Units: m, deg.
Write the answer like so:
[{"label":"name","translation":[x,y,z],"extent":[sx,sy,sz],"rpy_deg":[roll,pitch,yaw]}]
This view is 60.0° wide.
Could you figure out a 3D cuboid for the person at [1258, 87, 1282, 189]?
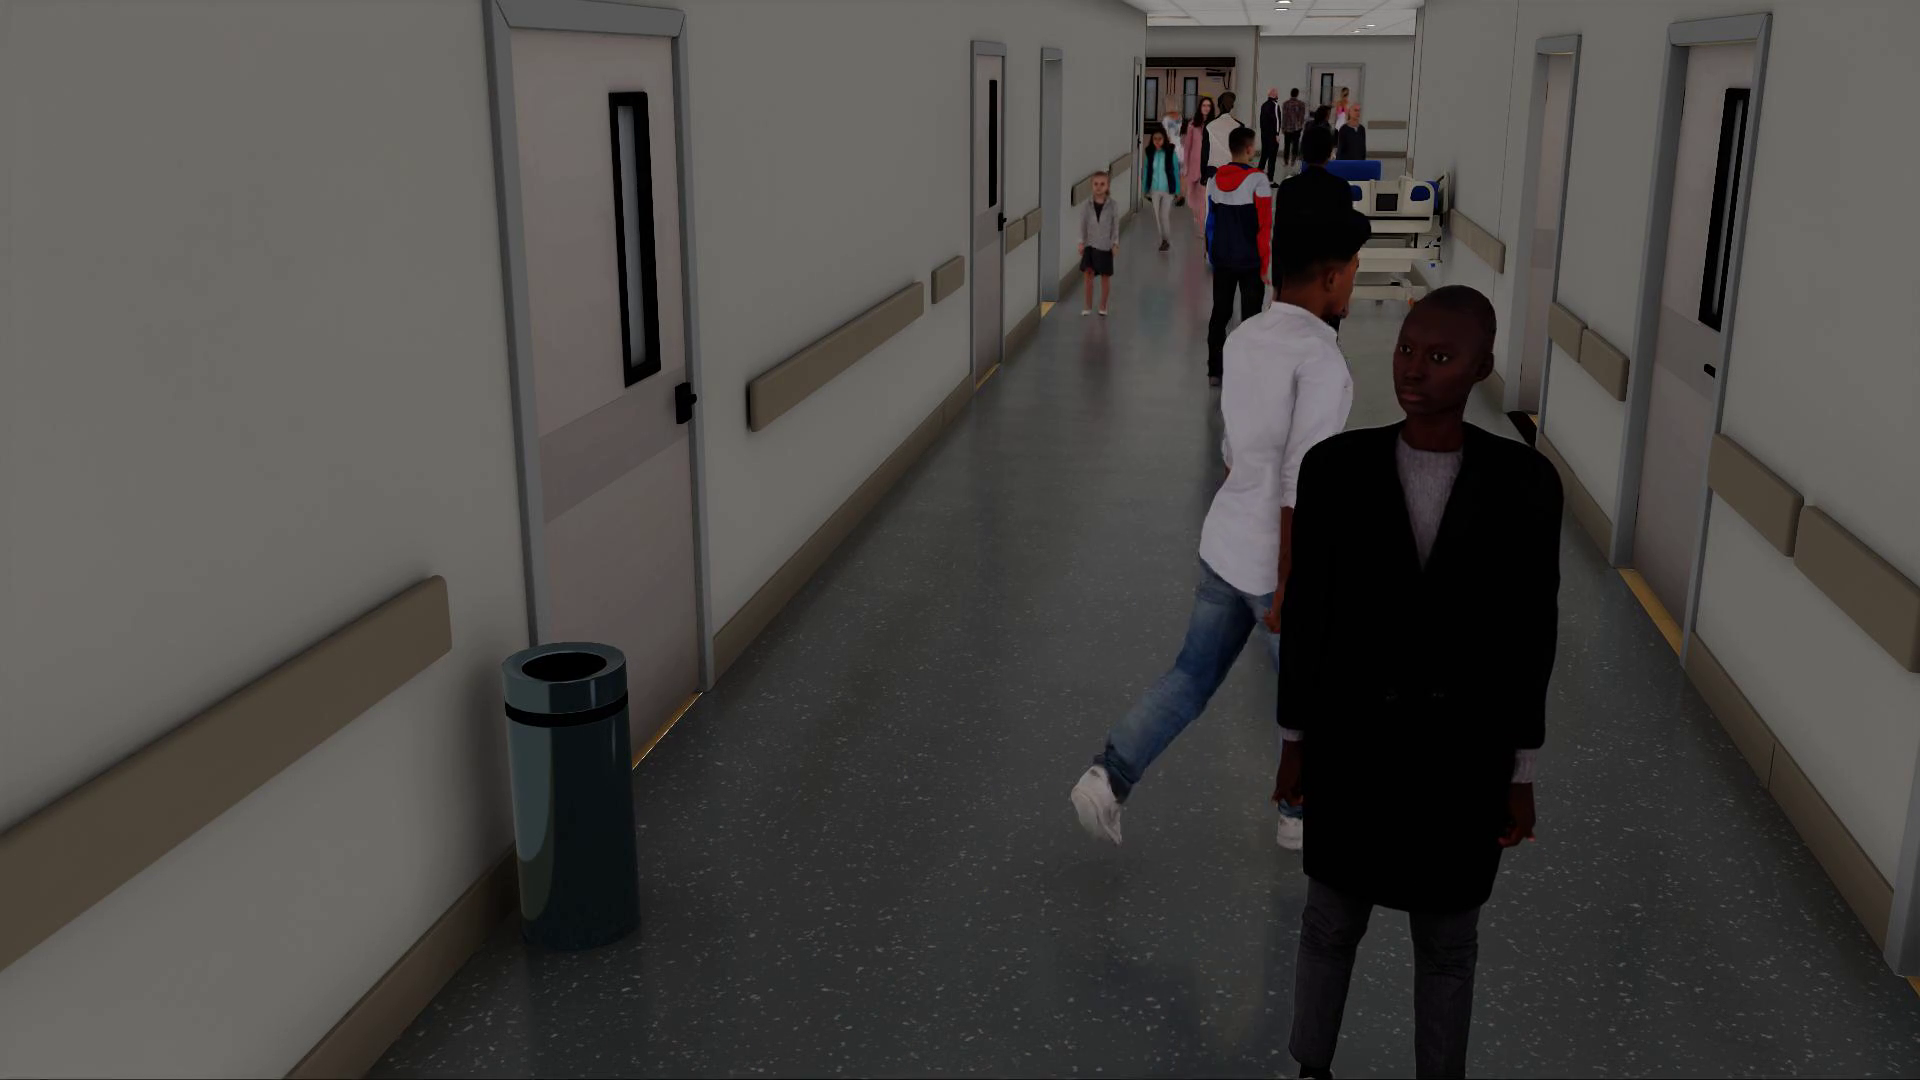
[{"label":"person","translation":[5.806,-7.551,31.196],"extent":[0.777,1.837,0.759],"rpy_deg":[-7,17,-24]}]

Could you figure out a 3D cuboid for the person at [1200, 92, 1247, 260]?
[{"label":"person","translation":[3.046,-4.227,19.309],"extent":[0.560,1.890,0.774],"rpy_deg":[5,16,16]}]

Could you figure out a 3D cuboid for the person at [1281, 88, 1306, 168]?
[{"label":"person","translation":[7.550,-9.313,37.629],"extent":[1.061,1.737,0.738],"rpy_deg":[3,16,10]}]

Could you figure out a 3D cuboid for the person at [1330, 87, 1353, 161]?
[{"label":"person","translation":[8.278,-8.911,36.202],"extent":[1.193,1.739,0.996],"rpy_deg":[10,19,32]}]

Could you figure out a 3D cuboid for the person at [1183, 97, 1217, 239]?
[{"label":"person","translation":[3.143,-4.854,21.727],"extent":[0.890,1.784,0.699],"rpy_deg":[2,16,6]}]

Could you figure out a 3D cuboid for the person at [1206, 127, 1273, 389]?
[{"label":"person","translation":[1.891,-1.913,11.346],"extent":[0.663,1.756,0.778],"rpy_deg":[13,20,39]}]

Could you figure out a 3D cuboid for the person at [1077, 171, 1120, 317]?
[{"label":"person","translation":[1.241,-2.618,14.753],"extent":[0.599,1.257,0.586],"rpy_deg":[3,16,10]}]

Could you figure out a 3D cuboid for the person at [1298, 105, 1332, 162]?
[{"label":"person","translation":[5.734,-6.240,27.023],"extent":[0.872,1.577,0.987],"rpy_deg":[-4,16,-14]}]

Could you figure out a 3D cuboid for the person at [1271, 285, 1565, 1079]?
[{"label":"person","translation":[0.857,0.394,3.158],"extent":[0.522,1.761,0.730],"rpy_deg":[5,16,16]}]

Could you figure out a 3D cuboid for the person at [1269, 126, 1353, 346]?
[{"label":"person","translation":[1.948,-1.366,9.263],"extent":[0.504,1.834,0.682],"rpy_deg":[5,17,18]}]

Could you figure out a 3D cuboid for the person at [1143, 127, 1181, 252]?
[{"label":"person","translation":[2.469,-4.228,20.071],"extent":[0.632,1.478,0.734],"rpy_deg":[8,17,25]}]

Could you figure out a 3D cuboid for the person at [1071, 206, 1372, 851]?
[{"label":"person","translation":[0.733,0.039,4.400],"extent":[1.258,1.768,1.073],"rpy_deg":[-7,17,-24]}]

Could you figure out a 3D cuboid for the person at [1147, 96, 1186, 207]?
[{"label":"person","translation":[3.456,-6.176,26.549],"extent":[1.007,1.712,1.036],"rpy_deg":[-9,18,-29]}]

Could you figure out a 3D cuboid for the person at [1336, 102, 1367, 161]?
[{"label":"person","translation":[5.366,-5.149,22.888],"extent":[0.633,1.722,0.741],"rpy_deg":[-6,17,-21]}]
